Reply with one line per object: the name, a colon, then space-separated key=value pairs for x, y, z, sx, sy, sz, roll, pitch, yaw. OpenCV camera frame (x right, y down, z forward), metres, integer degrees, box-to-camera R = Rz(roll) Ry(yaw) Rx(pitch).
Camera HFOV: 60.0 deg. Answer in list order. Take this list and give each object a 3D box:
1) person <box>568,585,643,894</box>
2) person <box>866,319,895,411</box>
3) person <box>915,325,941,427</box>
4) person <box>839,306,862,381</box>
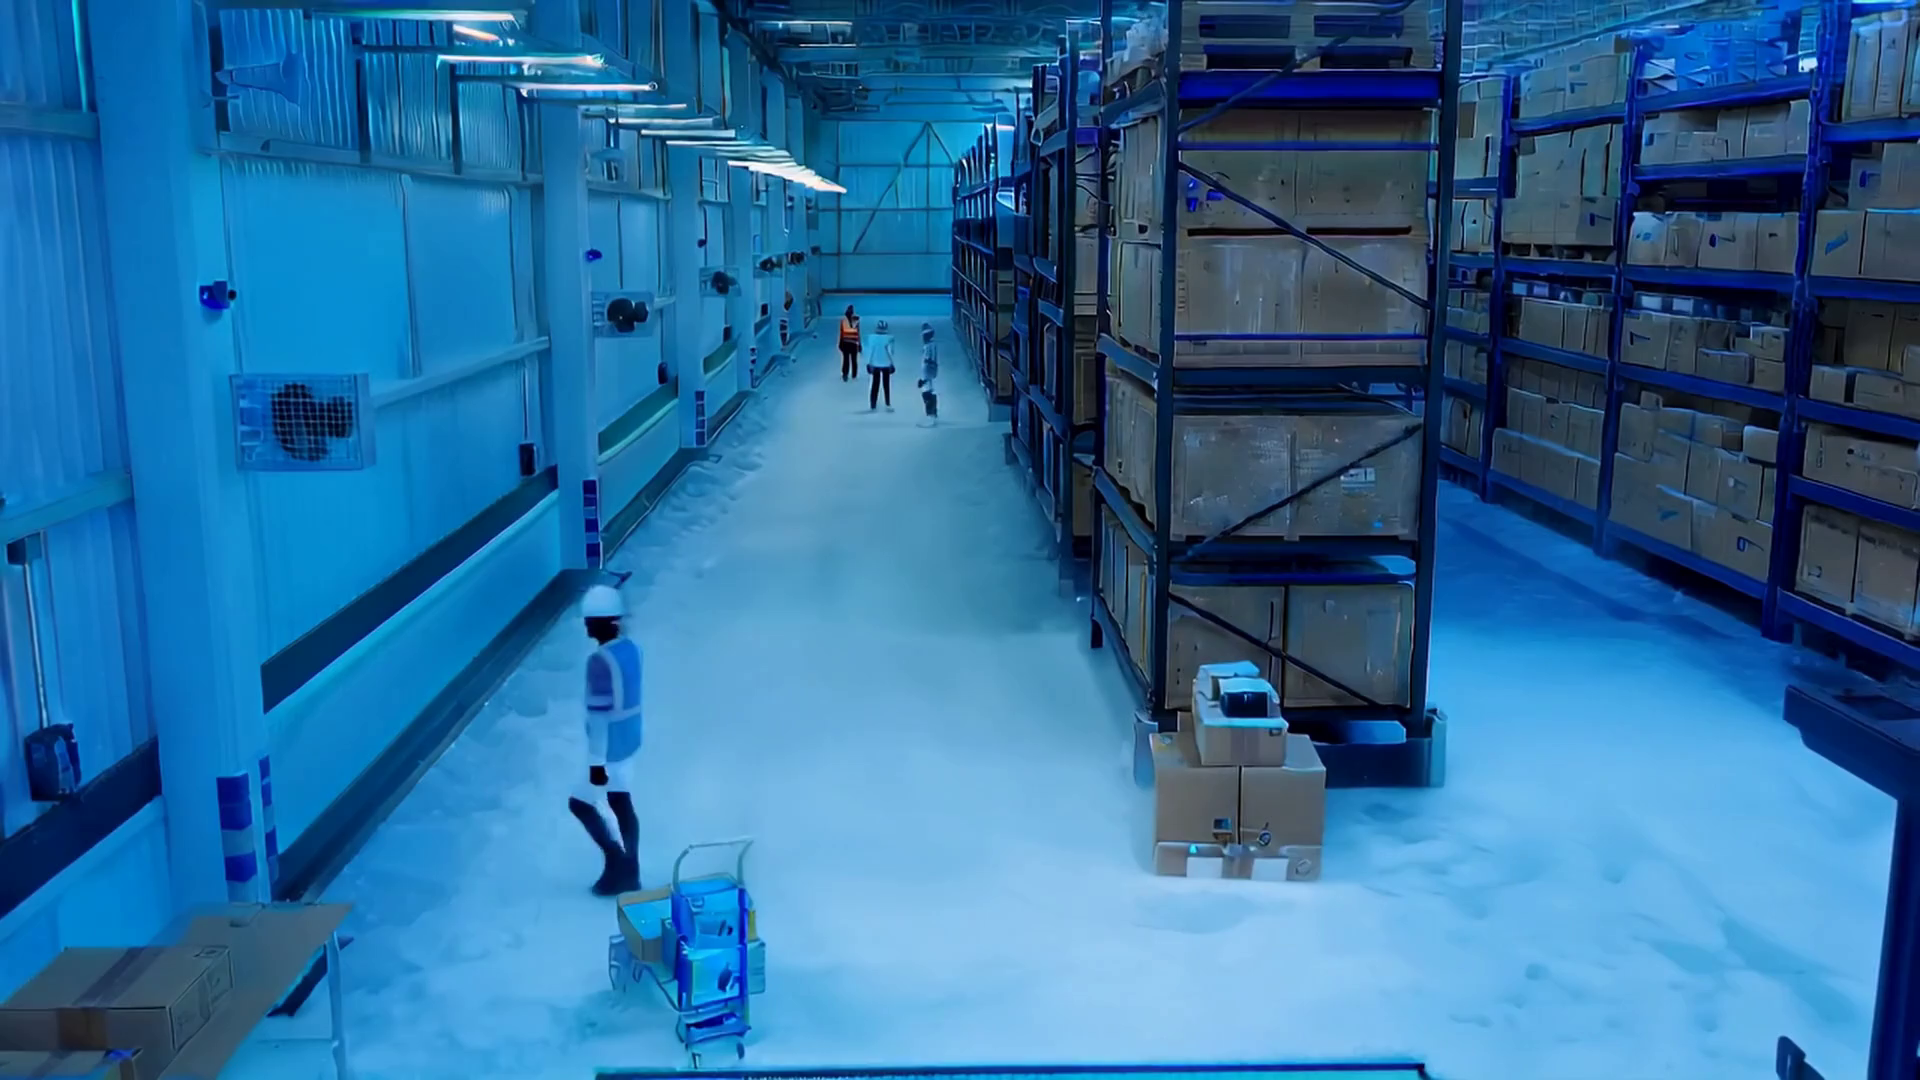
person: x=-2.127 y=1.218 z=10.017 sx=0.436 sy=1.916 sz=0.565 roll=3 pitch=11 yaw=15
person: x=-1.702 y=-3.749 z=35.696 sx=0.616 sy=1.987 sz=0.407 roll=-3 pitch=11 yaw=-14
person: x=-0.627 y=-3.234 z=32.945 sx=0.427 sy=2.018 sz=0.636 roll=6 pitch=12 yaw=29
person: x=-2.802 y=-5.020 z=42.498 sx=0.589 sy=1.912 sz=0.397 roll=-4 pitch=11 yaw=-19
